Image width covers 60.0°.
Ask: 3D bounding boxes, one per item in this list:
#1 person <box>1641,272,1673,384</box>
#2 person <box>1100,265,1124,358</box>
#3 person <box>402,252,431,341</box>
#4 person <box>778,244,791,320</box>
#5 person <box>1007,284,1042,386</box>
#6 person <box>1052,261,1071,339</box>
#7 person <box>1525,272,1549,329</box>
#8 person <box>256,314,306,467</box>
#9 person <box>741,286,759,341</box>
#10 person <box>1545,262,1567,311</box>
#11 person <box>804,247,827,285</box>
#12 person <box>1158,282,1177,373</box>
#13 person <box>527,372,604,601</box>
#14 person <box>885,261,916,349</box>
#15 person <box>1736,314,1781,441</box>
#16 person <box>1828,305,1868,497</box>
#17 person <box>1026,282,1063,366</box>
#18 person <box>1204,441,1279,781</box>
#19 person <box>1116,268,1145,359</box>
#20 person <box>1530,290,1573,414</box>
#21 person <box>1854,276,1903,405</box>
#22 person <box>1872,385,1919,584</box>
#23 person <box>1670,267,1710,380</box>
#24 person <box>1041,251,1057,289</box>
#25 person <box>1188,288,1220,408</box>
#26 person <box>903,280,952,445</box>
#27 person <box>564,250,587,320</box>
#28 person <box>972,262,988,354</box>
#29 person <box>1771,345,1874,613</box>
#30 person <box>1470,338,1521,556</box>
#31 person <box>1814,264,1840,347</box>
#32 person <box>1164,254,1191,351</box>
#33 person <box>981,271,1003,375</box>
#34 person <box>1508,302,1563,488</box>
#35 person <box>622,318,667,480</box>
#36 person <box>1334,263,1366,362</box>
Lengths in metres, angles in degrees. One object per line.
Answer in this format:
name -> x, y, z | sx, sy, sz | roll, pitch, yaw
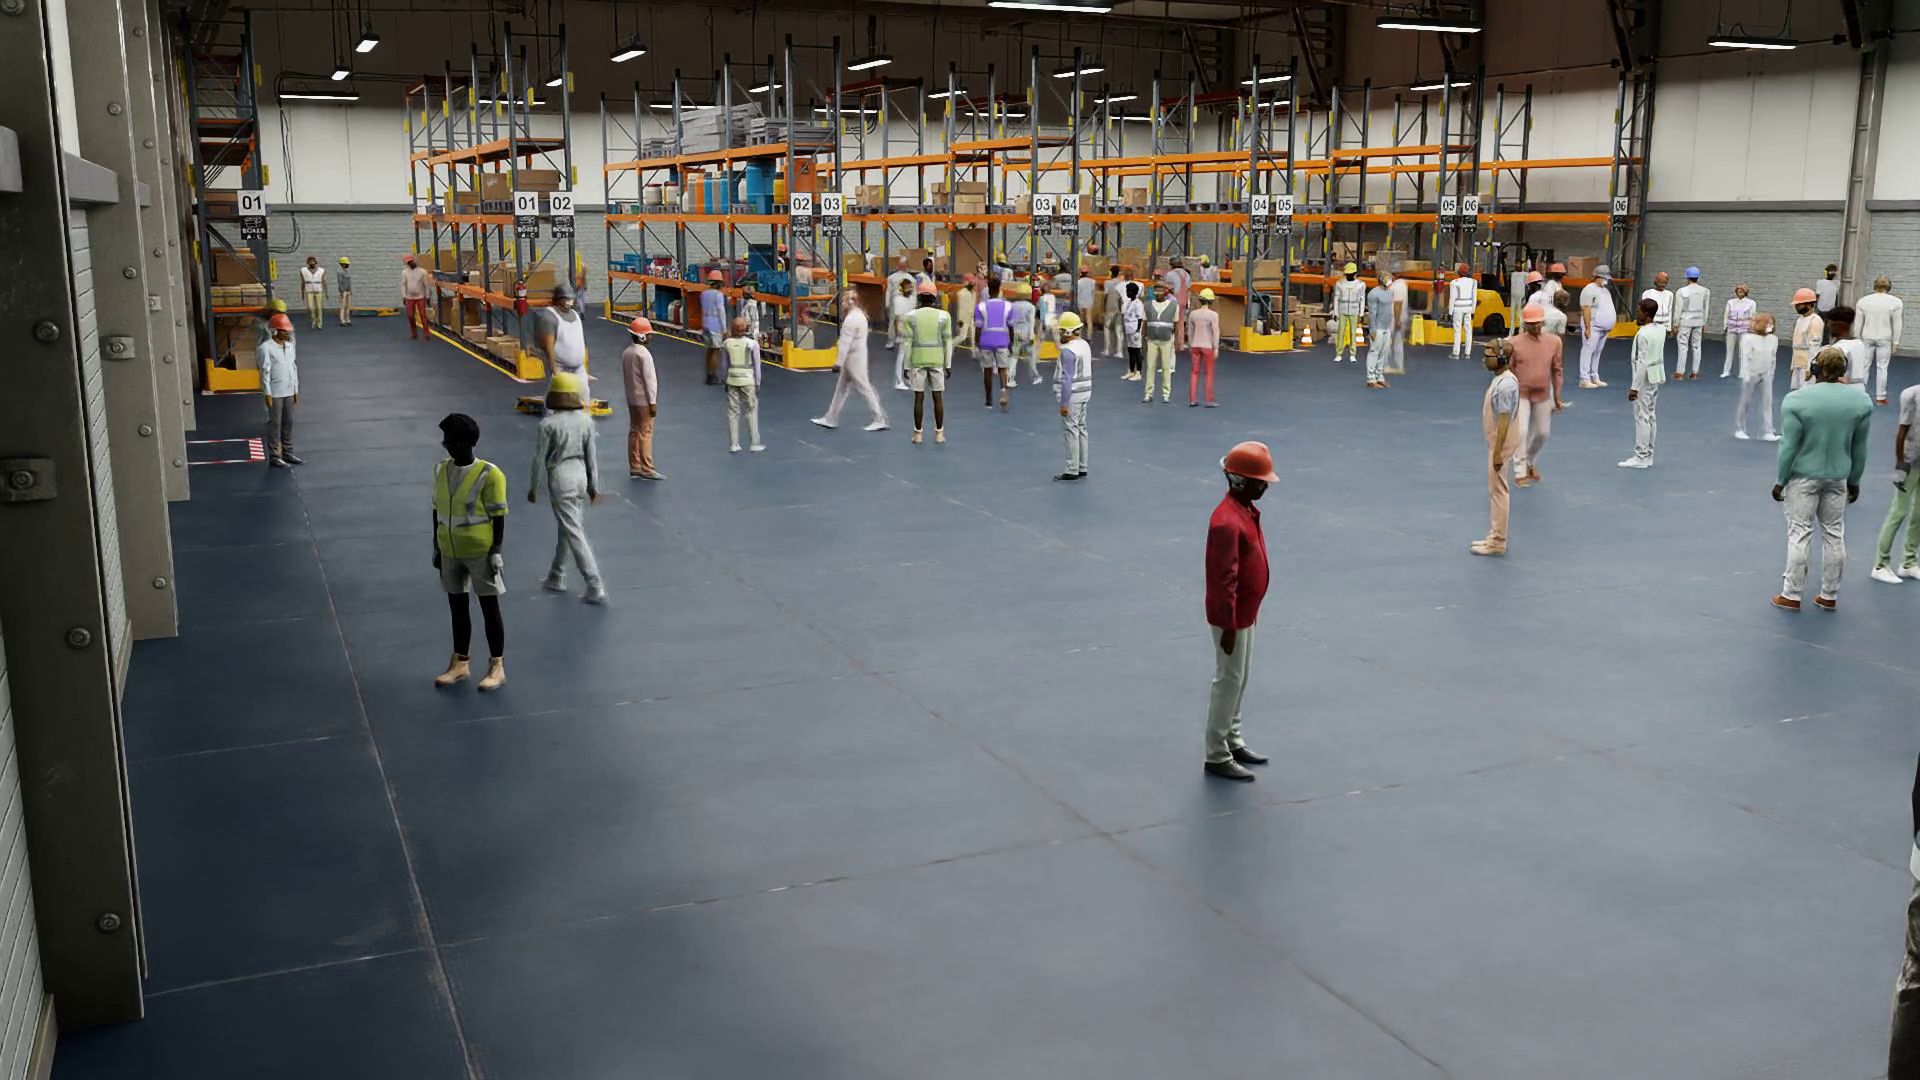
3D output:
person -> 11.769, -3.579, 28.111 | 0.573, 1.887, 0.355 | -2, 11, -12
person -> 3.039, -4.579, 33.326 | 0.568, 1.830, 0.818 | -4, 12, -20
person -> -12.310, -5.502, 37.628 | 0.635, 1.993, 0.397 | 1, 11, 6
person -> -4.760, -6.935, 44.759 | 0.365, 2.048, 0.607 | 5, 12, 26
person -> 1.056, -3.417, 27.767 | 0.503, 1.691, 0.897 | 7, 13, 34
person -> 2.190, -5.152, 36.236 | 0.545, 1.846, 0.478 | -8, 14, -35
person -> 9.364, -3.408, 27.148 | 0.391, 1.925, 0.547 | 9, 14, 39
person -> -7.723, -1.702, 18.952 | 0.352, 1.741, 0.569 | 3, 12, 15
person -> -3.588, -3.523, 28.459 | 0.306, 1.640, 0.522 | -3, 12, -15
person -> 11.463, -4.394, 32.152 | 0.462, 1.924, 0.548 | 10, 15, 42
person -> -4.319, -7.793, 49.567 | 0.721, 1.867, 0.722 | 6, 13, 27
person -> 3.770, -3.832, 30.052 | 0.313, 1.634, 0.514 | -3, 11, -14
person -> -2.934, -0.409, 12.469 | 0.891, 1.702, 0.487 | 8, 14, 35
person -> -1.276, -4.921, 34.999 | 0.675, 1.867, 0.839 | -3, 12, -16
person -> 10.128, -2.043, 21.032 | 0.512, 1.605, 0.712 | -1, 11, -7
person -> 8.898, -1.388, 16.818 | 0.622, 1.950, 0.397 | -8, 14, -35
person -> 1.664, -4.068, 31.349 | 0.881, 1.594, 0.503 | 10, 15, 42
person -> 1.432, 0.355, 8.495 | 0.348, 1.740, 0.575 | 4, 12, 19
person -> 3.327, -4.395, 32.501 | 0.571, 1.786, 0.828 | 1, 11, 7
person -> 8.430, -2.671, 23.768 | 0.822, 1.781, 0.576 | -3, 12, -15
person -> 13.776, -2.990, 24.986 | 0.636, 1.939, 0.365 | 9, 14, 38
person -> 7.474, -0.574, 12.941 | 0.534, 1.856, 0.365 | -3, 12, -17
person -> 12.627, -3.740, 28.768 | 0.605, 1.951, 0.384 | -1, 11, -7
person -> 2.910, -8.626, 54.397 | 0.523, 1.636, 0.308 | 1, 11, 6
person -> 3.633, -2.850, 24.718 | 0.533, 1.767, 0.326 | 10, 15, 41
person -> -0.408, -2.208, 20.744 | 0.614, 2.043, 0.373 | -1, 11, -5
person -> -10.347, -6.872, 44.830 | 0.597, 1.894, 0.826 | -4, 12, -19
person -> 0.440, -4.535, 32.923 | 0.409, 1.909, 0.642 | 5, 12, 23
person -> 6.189, -0.434, 11.994 | 0.636, 1.939, 0.364 | 0, 11, 2
person -> 4.535, -0.783, 14.034 | 0.348, 1.839, 0.504 | 3, 12, 15
person -> 17.310, -4.576, 33.229 | 0.534, 1.868, 0.309 | -1, 11, -6
person -> 4.470, -4.961, 34.742 | 0.685, 2.000, 0.535 | -9, 15, -40
person -> 0.590, -3.877, 29.736 | 0.515, 1.842, 0.326 | 11, 15, 43
person -> 6.003, -1.539, 17.568 | 0.640, 1.962, 0.708 | 0, 11, 1
person -> -3.431, -1.524, 18.009 | 0.326, 1.752, 0.559 | -9, 14, -37
person -> 7.548, -4.413, 32.273 | 0.584, 1.918, 0.381 | 3, 12, 16
